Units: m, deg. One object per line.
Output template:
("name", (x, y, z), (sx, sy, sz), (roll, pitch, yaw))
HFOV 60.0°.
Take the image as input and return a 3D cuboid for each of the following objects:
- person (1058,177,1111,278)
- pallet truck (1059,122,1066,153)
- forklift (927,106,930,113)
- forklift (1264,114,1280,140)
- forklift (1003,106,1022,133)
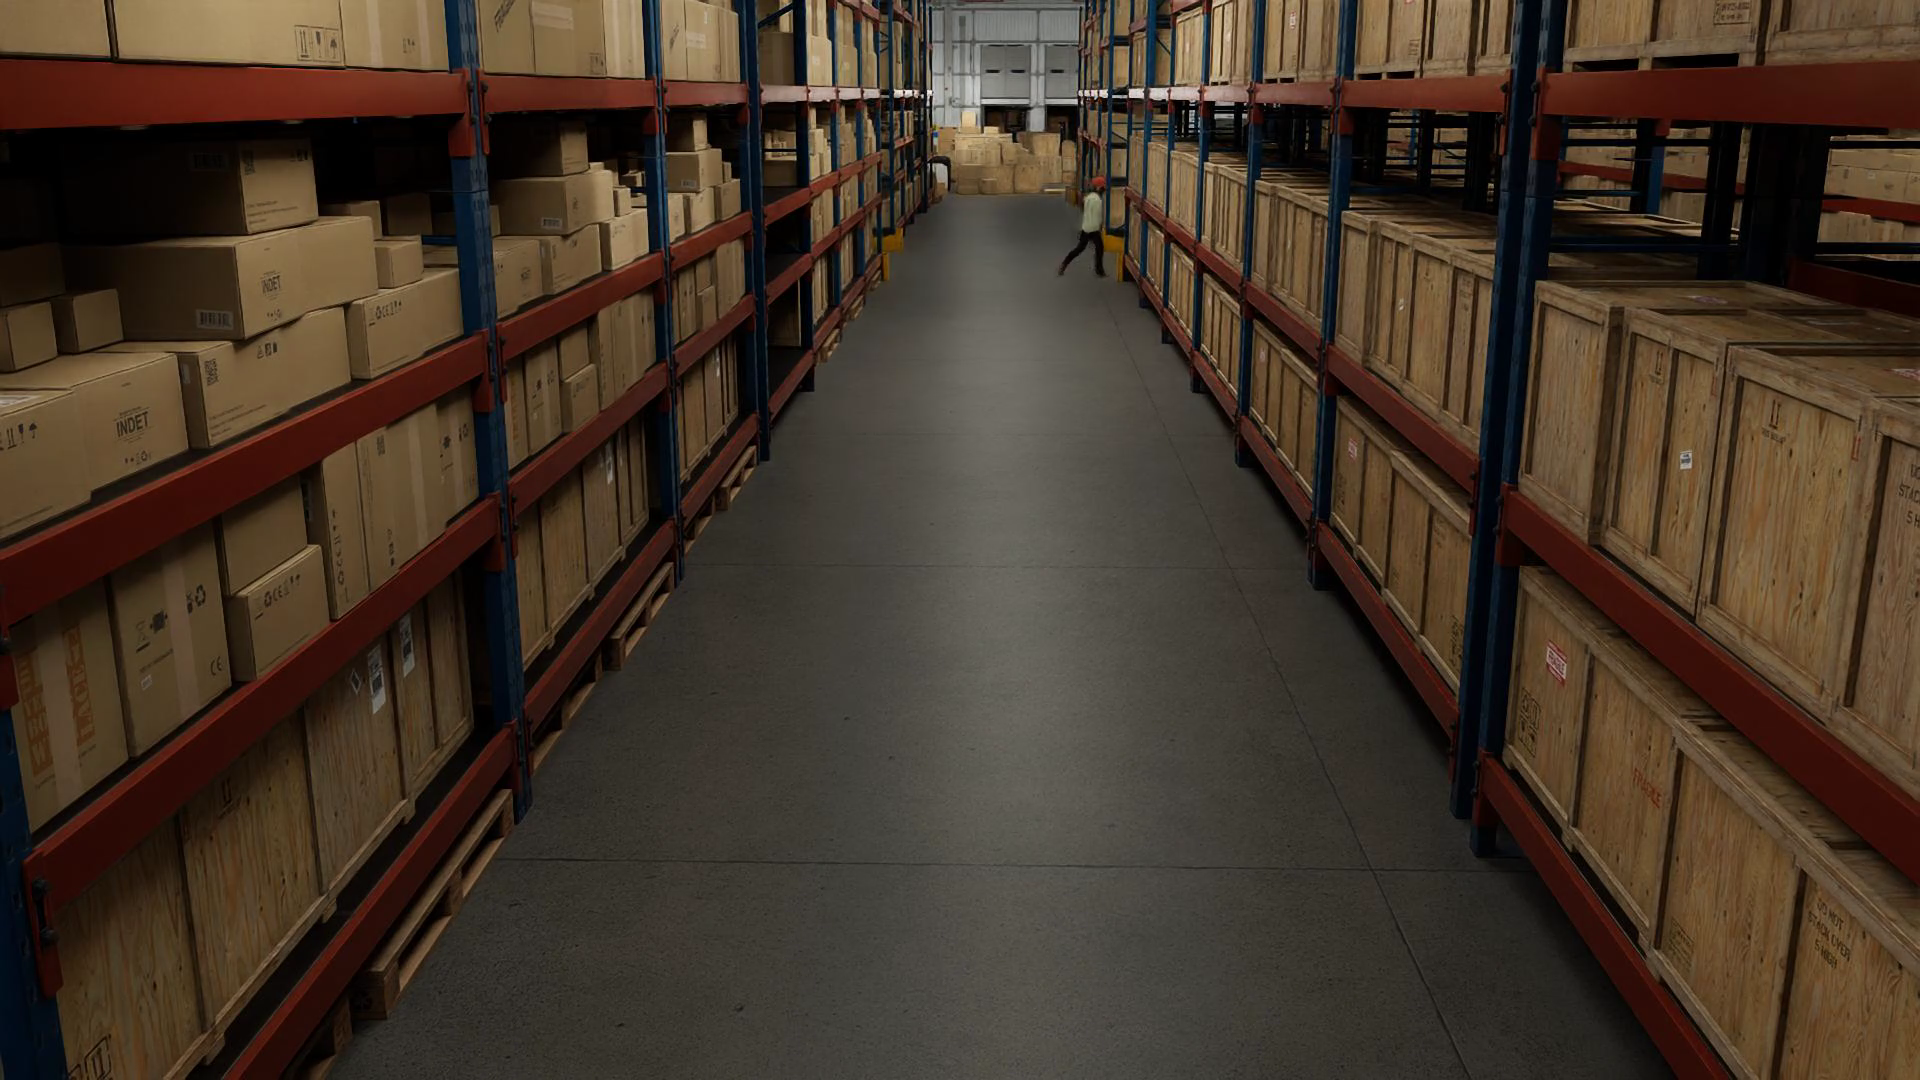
("person", (2.394, -5.940, 31.702), (0.981, 1.943, 0.637), (-6, 16, -21))
("pallet truck", (5.788, -21.111, 88.014), (1.885, 1.965, 0.823), (5, 16, 18))
("forklift", (-2.001, -20.667, 84.687), (1.129, 2.768, 1.873), (0, 15, 2))
("forklift", (11.027, -14.004, 59.894), (1.129, 2.768, 1.873), (0, 15, 2))
("forklift", (2.600, -20.132, 82.695), (1.129, 2.768, 1.873), (-7, 17, -26))
